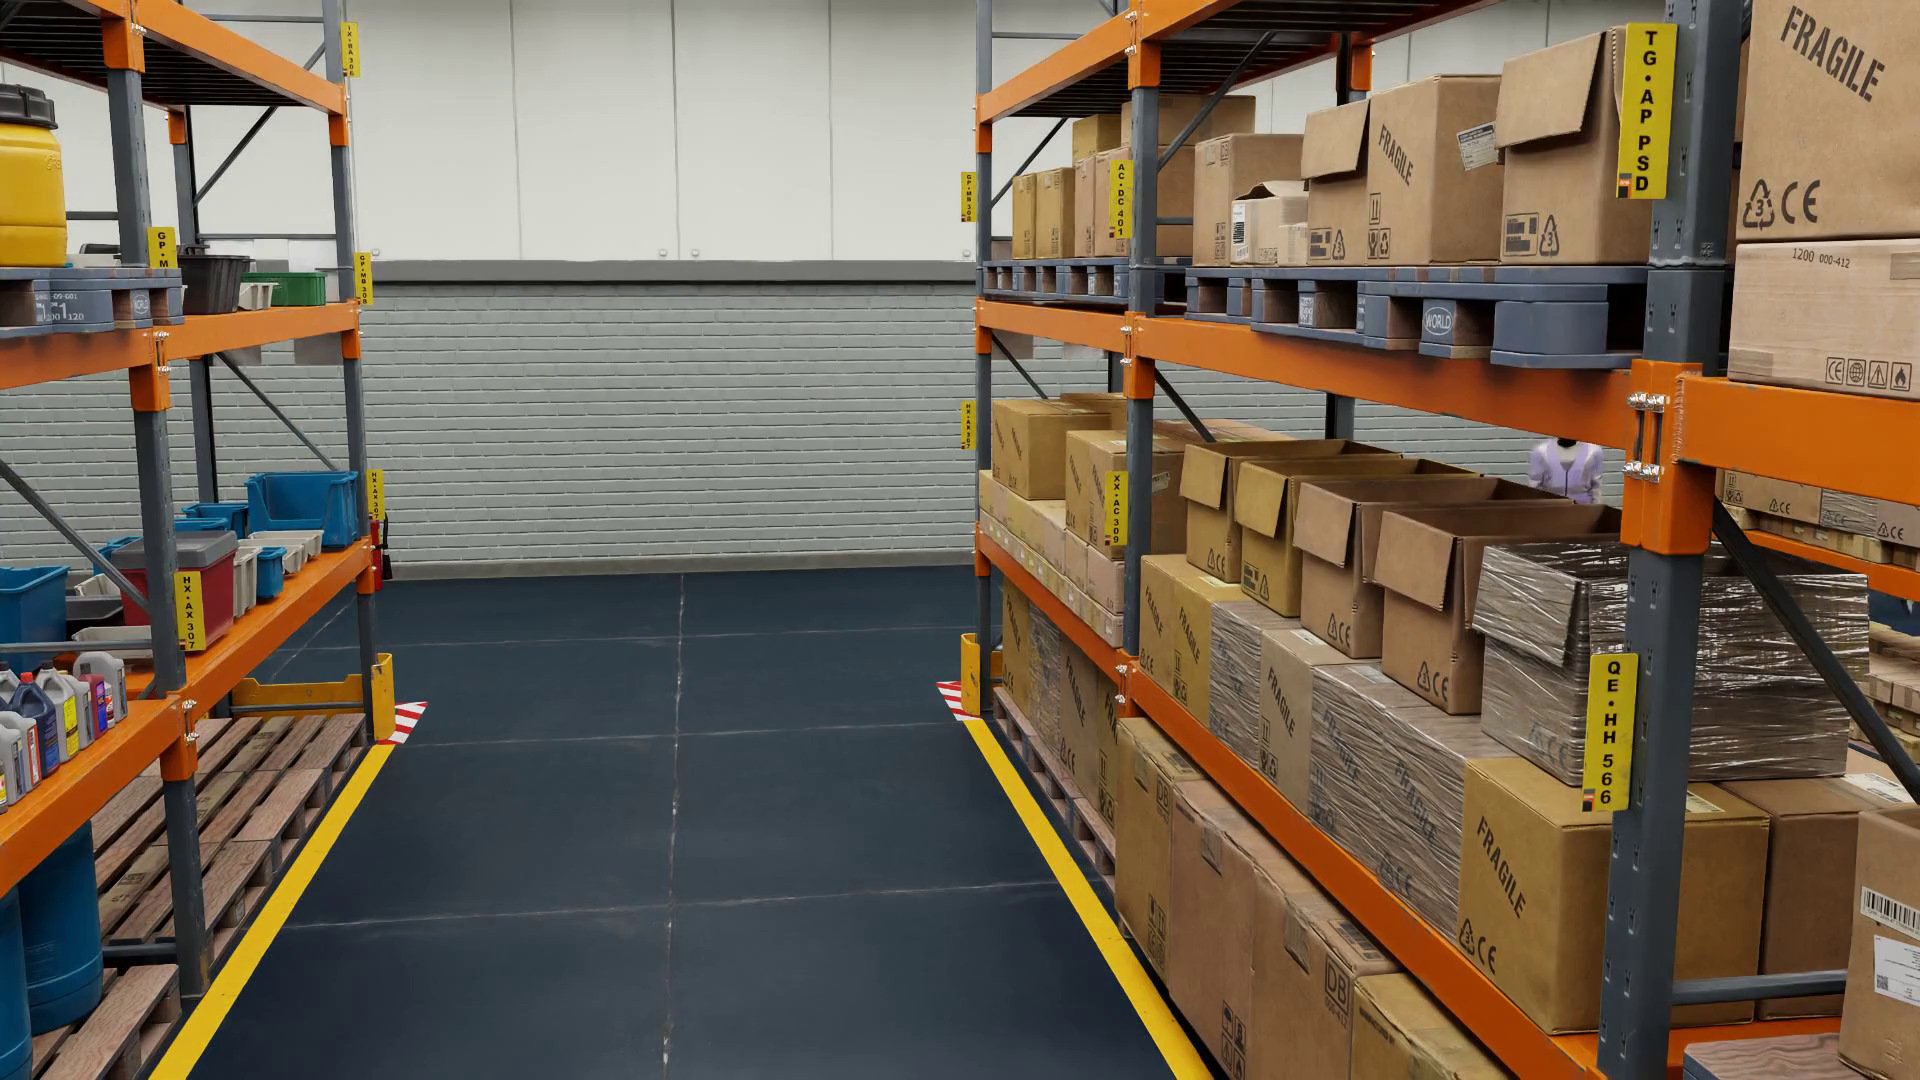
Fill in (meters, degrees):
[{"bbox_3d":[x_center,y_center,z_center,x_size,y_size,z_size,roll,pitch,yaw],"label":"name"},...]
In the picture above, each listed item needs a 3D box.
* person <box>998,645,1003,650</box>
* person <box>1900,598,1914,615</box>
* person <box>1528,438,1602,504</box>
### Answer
[{"bbox_3d":[0.492,0.109,13.064,0.310,1.638,0.523,-3,10,-15],"label":"person"},{"bbox_3d":[8.540,-0.083,14.292,0.658,1.616,0.523,2,9,11],"label":"person"},{"bbox_3d":[5.219,-0.225,14.379,0.621,1.888,0.672,3,10,18],"label":"person"}]
